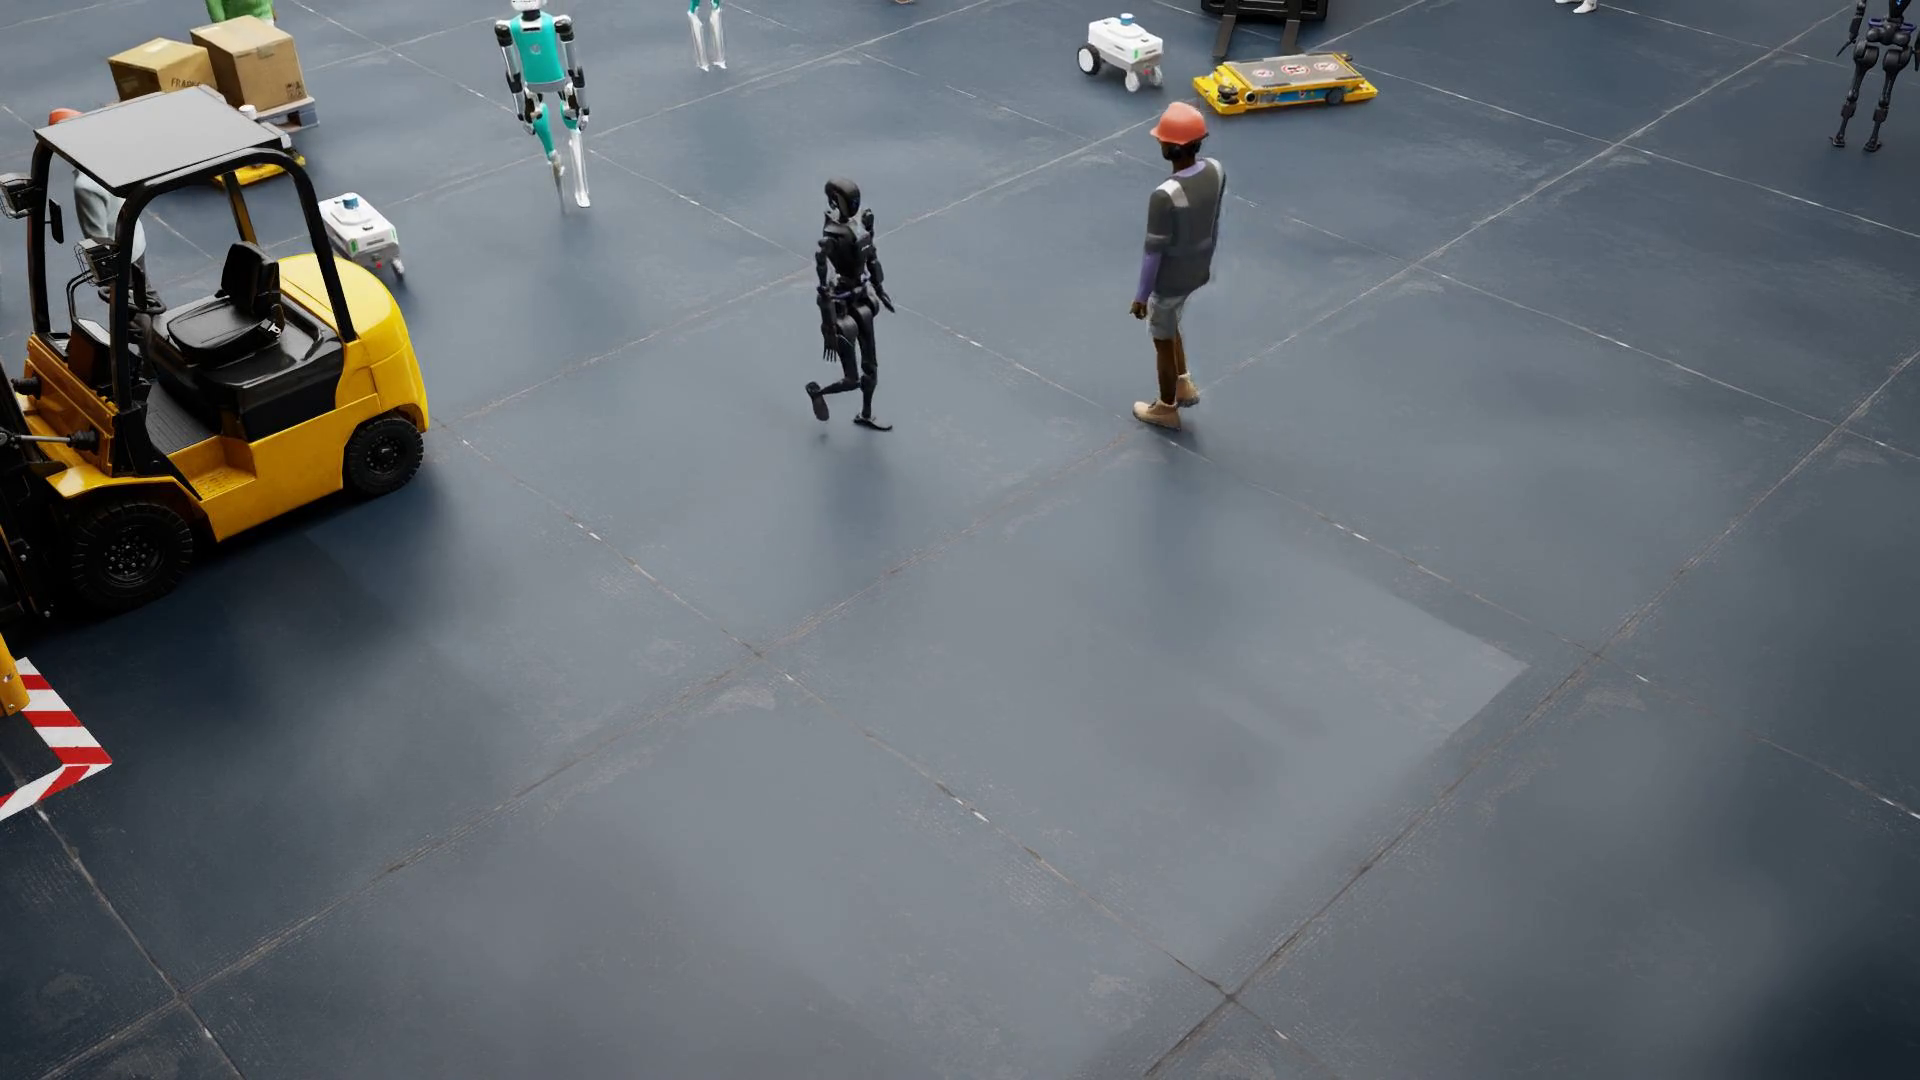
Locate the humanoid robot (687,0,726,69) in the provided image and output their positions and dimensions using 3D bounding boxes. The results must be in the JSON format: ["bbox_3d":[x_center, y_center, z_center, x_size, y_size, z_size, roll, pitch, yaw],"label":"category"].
[{"bbox_3d":[-2.221,-4.889,14.341,0.533,1.818,0.695,-14,39,-18],"label":"humanoid robot"}]

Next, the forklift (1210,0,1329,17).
[{"bbox_3d":[3.106,-6.400,15.960,1.214,2.155,2.313,8,37,10],"label":"forklift"}]

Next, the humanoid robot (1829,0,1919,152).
[{"bbox_3d":[7.237,-3.896,13.023,0.599,1.657,0.315,17,40,22],"label":"humanoid robot"}]

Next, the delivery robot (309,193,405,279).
[{"bbox_3d":[-4.212,-2.131,11.622,0.499,0.608,0.797,-25,43,-29],"label":"delivery robot"}]

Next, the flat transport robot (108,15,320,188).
[{"bbox_3d":[-5.869,-3.163,13.231,1.431,0.231,0.659,30,46,34],"label":"flat transport robot"}]

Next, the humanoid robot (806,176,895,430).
[{"bbox_3d":[-0.663,-1.374,9.667,0.491,1.648,0.614,22,42,27],"label":"humanoid robot"}]

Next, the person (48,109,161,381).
[{"bbox_3d":[-5.183,-1.800,10.176,0.350,1.740,0.571,-4,37,-6],"label":"person"}]

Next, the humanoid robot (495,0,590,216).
[{"bbox_3d":[-2.925,-3.112,12.014,0.557,1.889,0.782,-3,37,-4],"label":"humanoid robot"}]

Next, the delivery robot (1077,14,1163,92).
[{"bbox_3d":[1.420,-4.278,14.490,0.499,0.603,0.792,-22,42,-27],"label":"delivery robot"}]

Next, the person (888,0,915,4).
[{"bbox_3d":[-0.552,-6.126,15.806,0.377,1.937,0.627,12,38,15],"label":"person"}]

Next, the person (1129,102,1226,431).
[{"bbox_3d":[1.204,-1.540,9.585,0.437,2.032,0.630,26,44,30],"label":"person"}]

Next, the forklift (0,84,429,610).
[{"bbox_3d":[-4.145,-1.093,8.856,2.313,2.155,1.214,-31,47,-34],"label":"forklift"}]

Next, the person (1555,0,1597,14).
[{"bbox_3d":[5.975,-5.796,15.607,0.307,1.639,0.522,-9,38,-12],"label":"person"}]

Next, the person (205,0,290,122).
[{"bbox_3d":[-5.774,-4.245,13.454,0.561,1.740,0.863,-24,43,-28],"label":"person"}]

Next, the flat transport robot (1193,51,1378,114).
[{"bbox_3d":[2.785,-3.912,14.233,1.431,0.231,0.659,-9,38,-12],"label":"flat transport robot"}]
